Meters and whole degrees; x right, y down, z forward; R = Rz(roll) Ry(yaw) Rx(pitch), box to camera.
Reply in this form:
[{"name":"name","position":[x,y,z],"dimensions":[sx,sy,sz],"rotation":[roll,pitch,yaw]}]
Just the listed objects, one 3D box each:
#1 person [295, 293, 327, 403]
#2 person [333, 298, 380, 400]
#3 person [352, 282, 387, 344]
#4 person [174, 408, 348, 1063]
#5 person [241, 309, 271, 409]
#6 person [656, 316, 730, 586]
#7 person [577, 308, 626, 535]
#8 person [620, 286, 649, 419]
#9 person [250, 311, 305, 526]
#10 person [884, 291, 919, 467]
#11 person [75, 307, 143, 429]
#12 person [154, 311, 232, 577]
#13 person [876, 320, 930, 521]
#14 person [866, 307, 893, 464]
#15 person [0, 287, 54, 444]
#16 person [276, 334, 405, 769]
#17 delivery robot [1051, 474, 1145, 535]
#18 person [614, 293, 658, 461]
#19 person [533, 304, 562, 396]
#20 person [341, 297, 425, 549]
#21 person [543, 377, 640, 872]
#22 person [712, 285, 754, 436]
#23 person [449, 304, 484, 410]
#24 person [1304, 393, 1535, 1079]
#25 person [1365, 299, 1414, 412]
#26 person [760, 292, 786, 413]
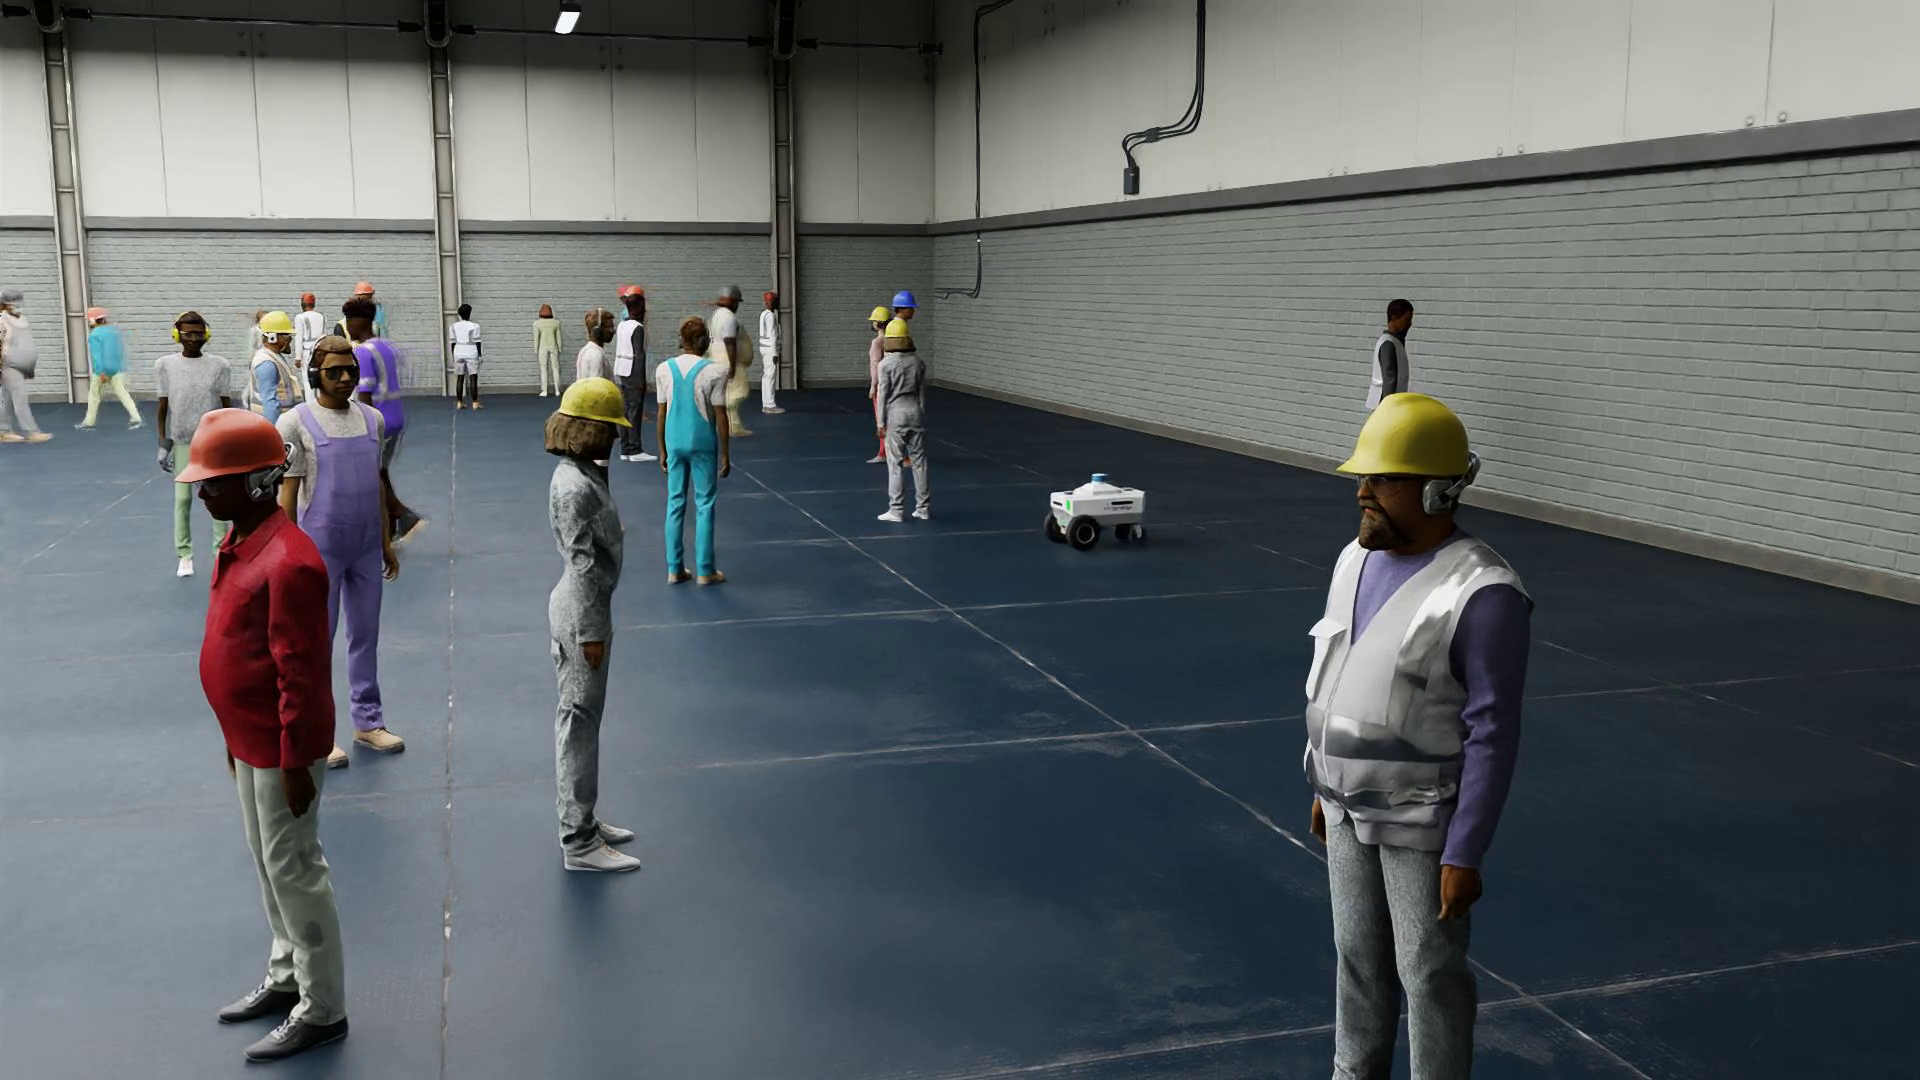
[{"name":"person","position":[-9.720,-2.756,24.931],"dimensions":[0.366,1.880,0.580],"rotation":[4,10,23]},{"name":"person","position":[-7.699,-2.187,21.396],"dimensions":[0.429,1.844,0.626],"rotation":[8,12,40]},{"name":"person","position":[-8.987,-2.890,25.236],"dimensions":[0.616,2.041,0.380],"rotation":[4,10,24]},{"name":"person","position":[-1.876,0.515,4.475],"dimensions":[0.350,1.743,0.568],"rotation":[-7,11,-36]},{"name":"person","position":[-10.990,-2.812,26.116],"dimensions":[0.634,1.617,0.518],"rotation":[4,10,25]},{"name":"person","position":[-1.800,-0.595,11.279],"dimensions":[0.519,1.834,0.361],"rotation":[2,9,13]},{"name":"person","position":[-2.931,-0.949,13.490],"dimensions":[0.327,1.842,0.517],"rotation":[-3,10,-21]},{"name":"person","position":[-4.830,-2.775,24.706],"dimensions":[0.408,1.986,0.608],"rotation":[-5,10,-31]},{"name":"person","position":[-5.493,-0.924,13.412],"dimensions":[0.404,1.824,0.586],"rotation":[-3,9,-17]},{"name":"person","position":[-0.641,-1.788,18.510],"dimensions":[0.399,1.945,0.615],"rotation":[0,9,-1]},{"name":"person","position":[-11.785,-2.361,22.969],"dimensions":[0.920,1.703,0.543],"rotation":[1,9,7]},{"name":"person","position":[-5.359,-0.672,11.681],"dimensions":[0.513,1.860,0.340],"rotation":[-5,10,-27]},{"name":"person","position":[-0.512,-1.027,14.363],"dimensions":[0.499,1.732,0.378],"rotation":[-6,11,-35]},{"name":"person","position":[-0.884,-1.743,18.794],"dimensions":[0.304,1.772,0.528],"rotation":[3,9,18]},{"name":"person","position":[-11.889,-2.226,21.008],"dimensions":[0.936,2.000,0.752],"rotation":[0,9,1]},{"name":"person","position":[-2.659,0.042,7.161],"dimensions":[0.331,1.844,0.519],"rotation":[6,11,35]},{"name":"delivery robot","position":[1.080,-0.273,12.962],"dimensions":[0.707,0.478,0.477],"rotation":[-3,9,-22]},{"name":"person","position":[-3.761,-1.863,19.090],"dimensions":[0.395,1.917,0.590],"rotation":[-6,10,-32]},{"name":"person","position":[-7.335,-3.371,29.604],"dimensions":[0.498,1.634,0.278],"rotation":[-4,10,-25]},{"name":"person","position":[-4.422,-0.864,12.634],"dimensions":[0.517,1.943,0.671],"rotation":[0,9,-2]},{"name":"person","position":[-1.300,0.293,5.905],"dimensions":[0.309,1.737,0.484],"rotation":[-2,9,-13]},{"name":"person","position":[-3.002,-2.356,21.840],"dimensions":[0.597,2.000,0.693],"rotation":[-4,10,-23]},{"name":"person","position":[-7.881,-2.919,26.559],"dimensions":[0.536,1.693,0.320],"rotation":[2,9,12]},{"name":"person","position":[0.969,0.590,3.707],"dimensions":[0.404,1.833,0.590],"rotation":[-4,10,-23]},{"name":"person","position":[3.668,-1.099,14.226],"dimensions":[0.391,1.913,0.587],"rotation":[2,9,14]},{"name":"person","position":[-2.936,-2.913,25.886],"dimensions":[0.345,1.883,0.584],"rotation":[-3,9,-19]}]
